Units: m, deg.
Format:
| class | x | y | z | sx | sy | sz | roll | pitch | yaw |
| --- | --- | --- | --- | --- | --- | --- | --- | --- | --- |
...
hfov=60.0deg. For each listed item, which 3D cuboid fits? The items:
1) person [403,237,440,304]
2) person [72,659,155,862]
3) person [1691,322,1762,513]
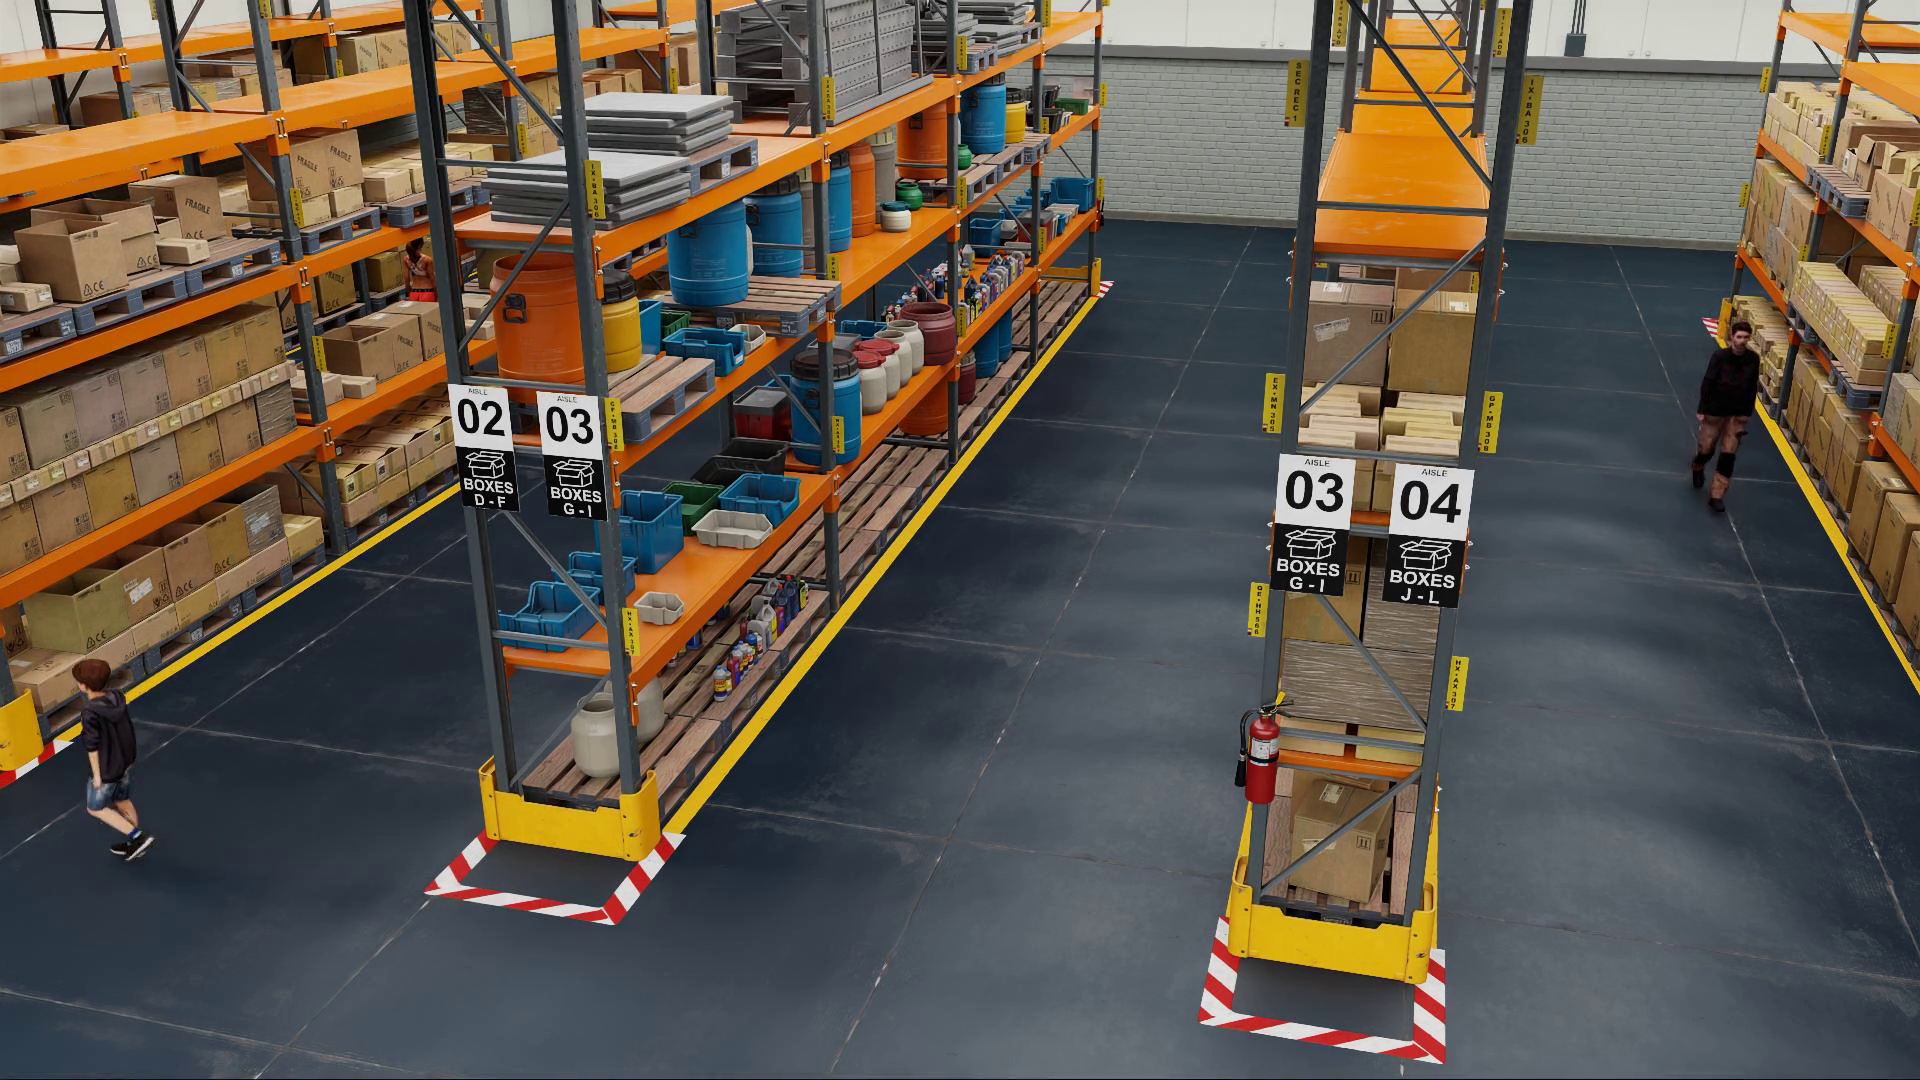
| class | x | y | z | sx | sy | sz | roll | pitch | yaw |
| --- | --- | --- | --- | --- | --- | --- | --- | --- | --- |
| person | -6.855 | -3.052 | 21.231 | 0.611 | 1.790 | 0.573 | 3 | 22 | 7 |
| person | -5.426 | 1.441 | 10.714 | 0.616 | 1.436 | 0.551 | 4 | 23 | 9 |
| person | 7.689 | -1.278 | 16.739 | 0.741 | 1.906 | 1.059 | 4 | 23 | 9 |
